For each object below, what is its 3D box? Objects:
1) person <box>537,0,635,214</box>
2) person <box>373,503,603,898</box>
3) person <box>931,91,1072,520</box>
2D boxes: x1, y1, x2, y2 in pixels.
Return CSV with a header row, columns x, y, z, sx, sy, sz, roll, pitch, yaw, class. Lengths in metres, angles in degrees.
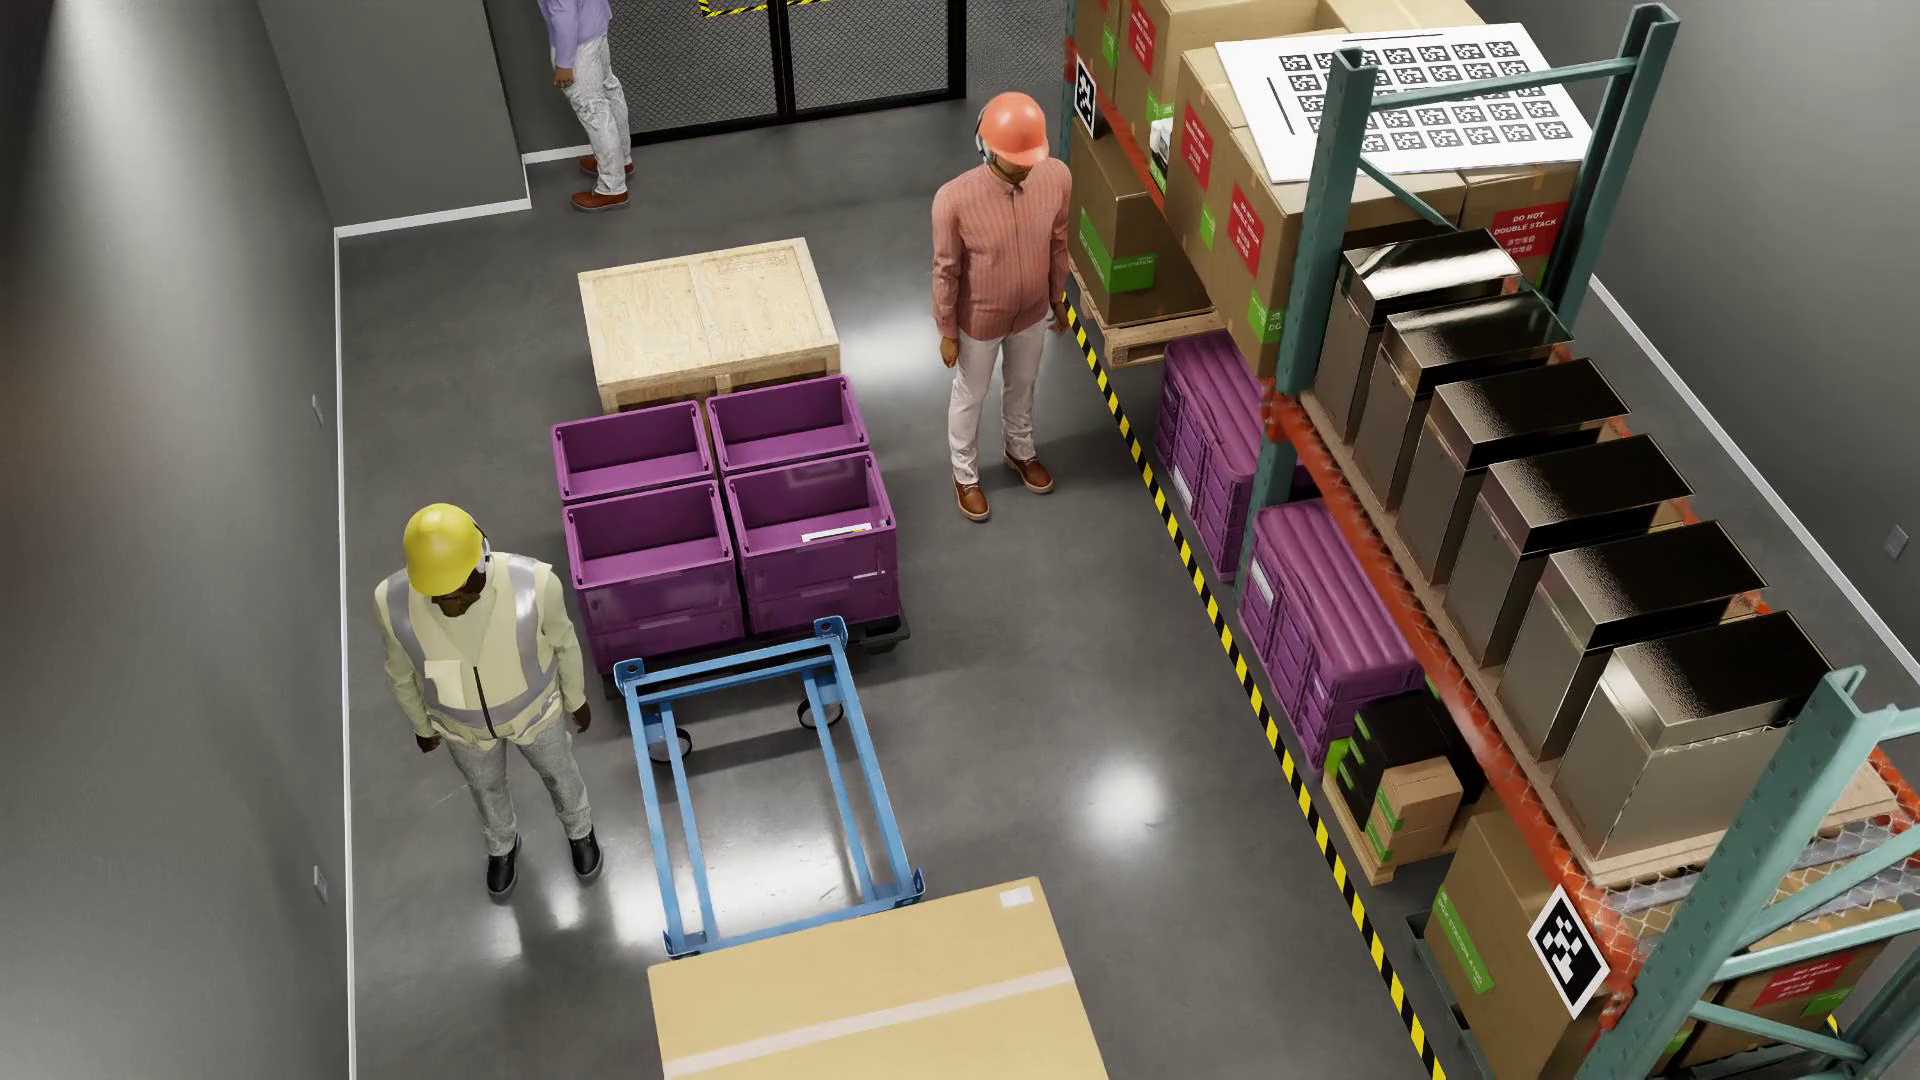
x,y,z,sx,sy,sz,roll,pitch,yaw,class
-1.895,-2.508,8.190,0.366,1.939,0.630,2,47,2,person
-1.519,0.545,5.457,0.600,1.831,0.404,-9,48,-8,person
0.175,-0.925,6.699,0.612,1.994,0.383,-23,51,-19,person
